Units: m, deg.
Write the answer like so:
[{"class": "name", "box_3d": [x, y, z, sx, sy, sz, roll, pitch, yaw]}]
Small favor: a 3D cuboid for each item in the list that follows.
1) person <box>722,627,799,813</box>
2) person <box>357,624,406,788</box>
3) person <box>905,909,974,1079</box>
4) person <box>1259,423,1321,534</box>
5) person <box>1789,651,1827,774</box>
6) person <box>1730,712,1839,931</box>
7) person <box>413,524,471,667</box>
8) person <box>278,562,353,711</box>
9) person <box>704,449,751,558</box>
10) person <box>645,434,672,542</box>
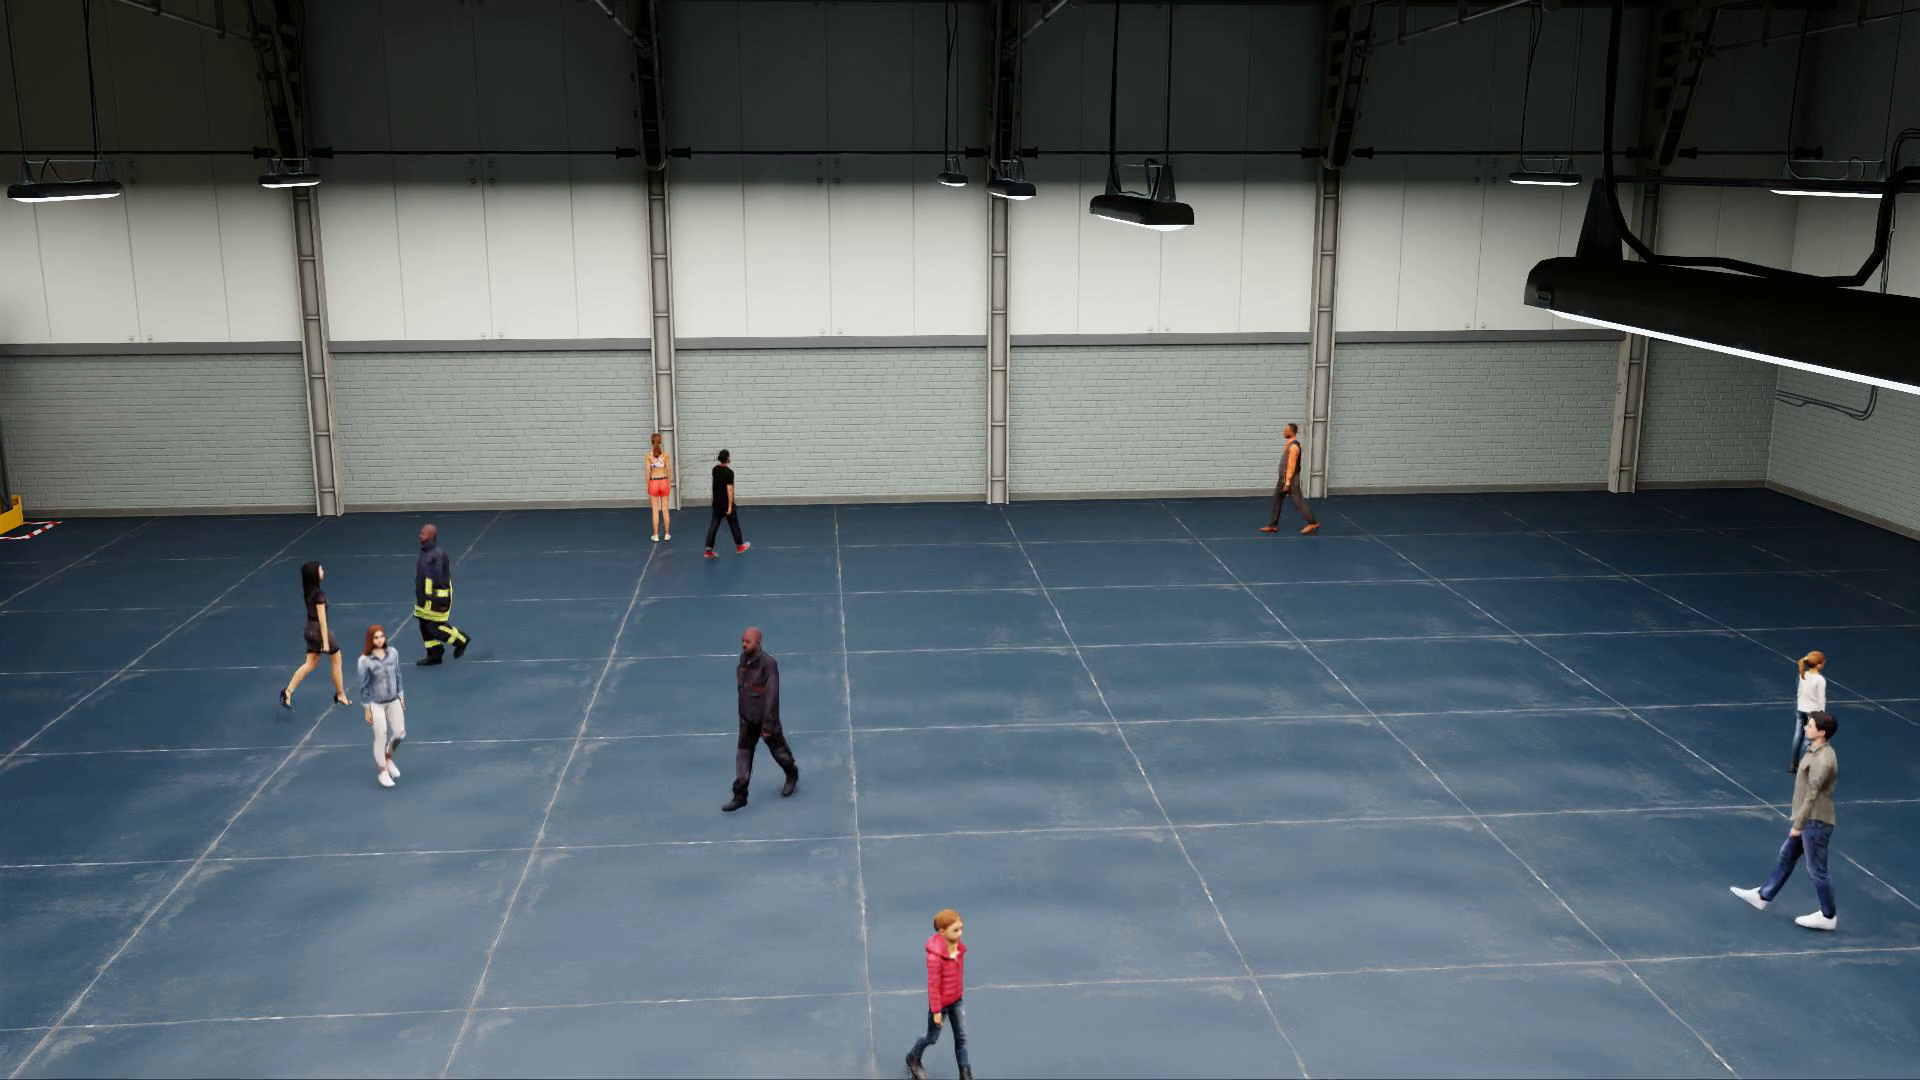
[{"class": "person", "box_3d": [-1.889, 1.711, 16.386, 1.273, 1.795, 1.254, 8, 15, 31]}, {"class": "person", "box_3d": [-5.891, 1.656, 16.856, 0.824, 1.689, 0.758, 12, 18, 42]}, {"class": "person", "box_3d": [-0.149, 3.138, 11.331, 0.879, 1.294, 0.884, -12, 18, -42]}, {"class": "person", "box_3d": [5.646, -0.994, 27.904, 1.273, 1.868, 0.796, 0, 13, 2]}, {"class": "person", "box_3d": [8.747, 1.781, 17.146, 0.528, 1.315, 0.517, -4, 14, -18]}, {"class": "person", "box_3d": [7.084, 2.328, 13.635, 1.174, 1.833, 1.018, 6, 14, 23]}, {"class": "person", "box_3d": [-6.514, 0.680, 20.809, 1.098, 1.809, 1.010, -11, 17, -39]}, {"class": "person", "box_3d": [-7.395, 1.139, 18.932, 1.025, 1.760, 1.130, 12, 18, 43]}, {"class": "person", "box_3d": [-3.798, -0.533, 26.250, 1.166, 1.716, 1.164, 9, 16, 33]}, {"class": "person", "box_3d": [-4.994, -0.878, 27.575, 0.567, 1.792, 0.681, -4, 14, -18]}]
